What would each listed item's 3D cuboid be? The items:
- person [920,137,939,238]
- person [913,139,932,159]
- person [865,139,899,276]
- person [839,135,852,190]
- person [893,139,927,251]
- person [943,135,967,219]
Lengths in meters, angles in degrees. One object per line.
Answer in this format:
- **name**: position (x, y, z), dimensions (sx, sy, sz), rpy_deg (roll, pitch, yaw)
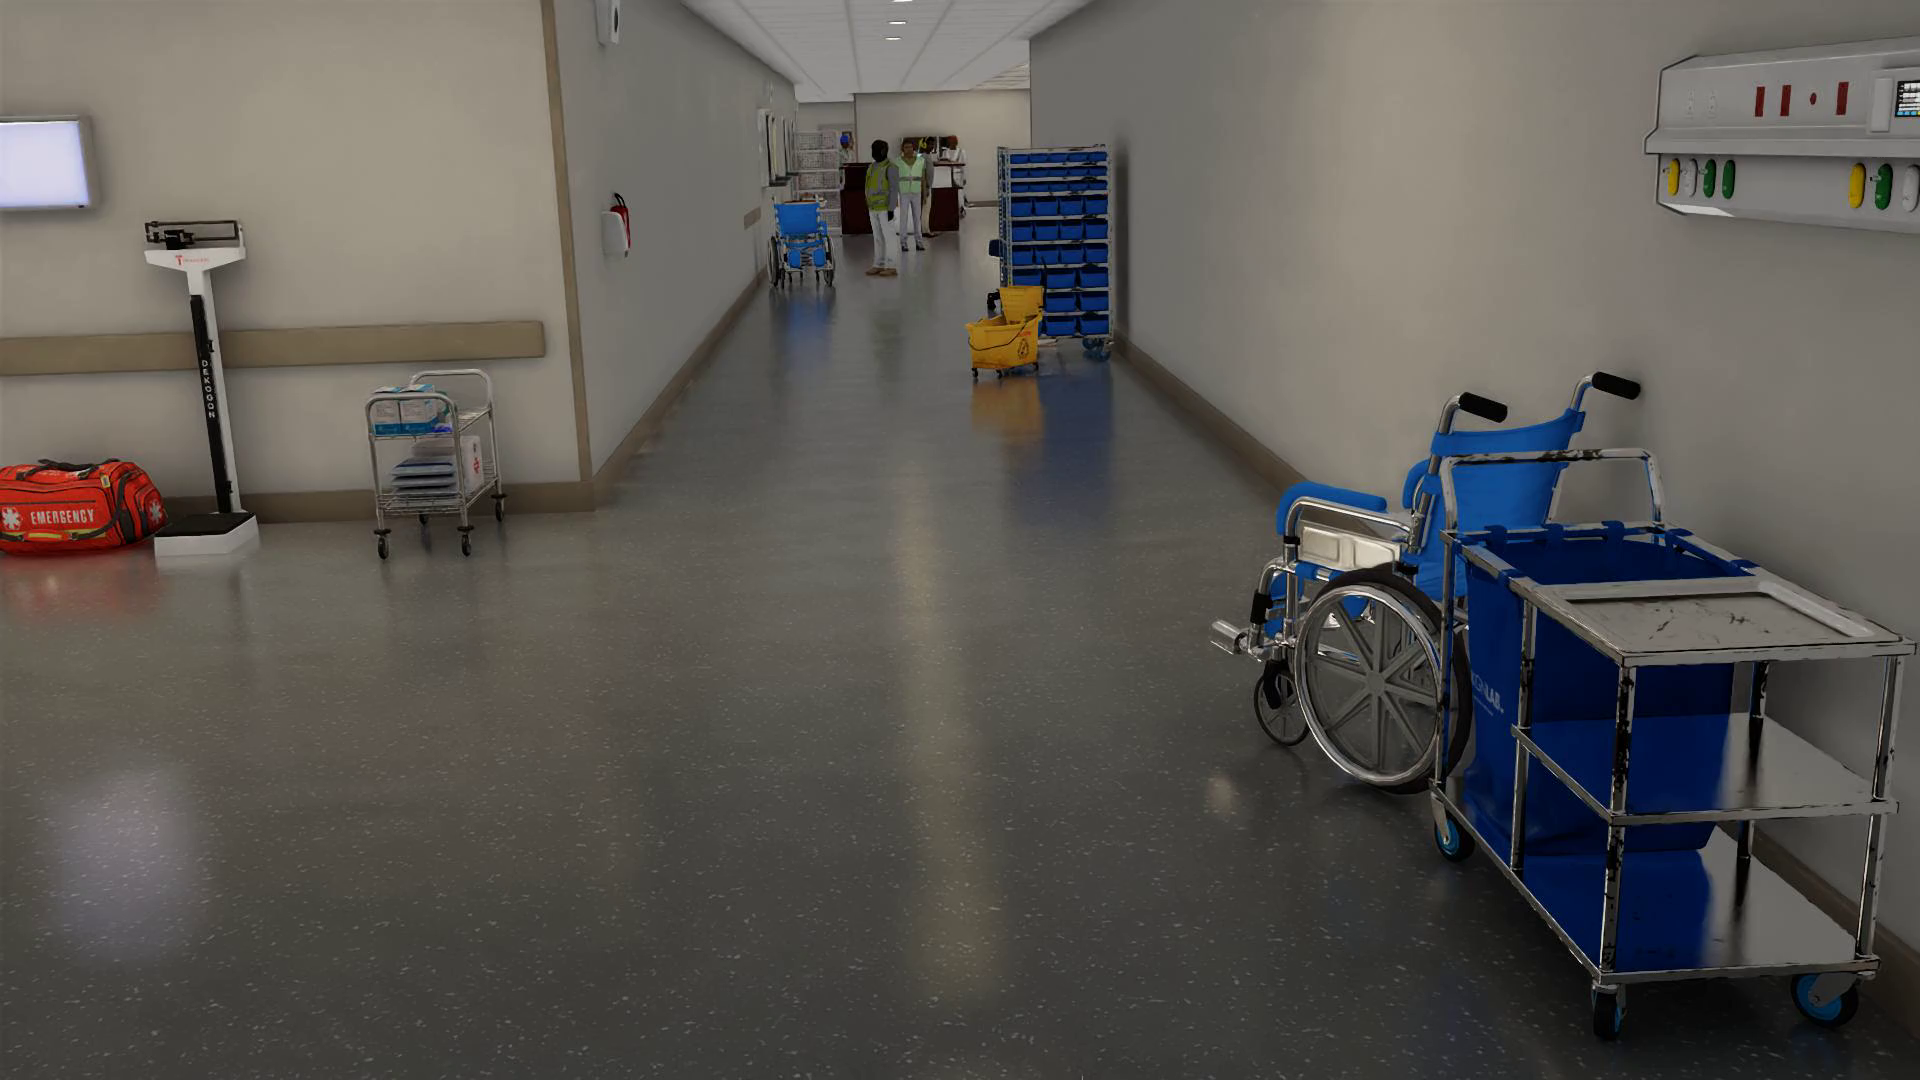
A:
- **person**: position (-0.594, -6.607, 31.185), dimensions (0.330, 1.865, 0.518), rpy_deg (0, 14, 8)
- **person**: position (-0.858, -8.650, 39.705), dimensions (0.592, 1.822, 0.403), rpy_deg (-1, 14, 4)
- **person**: position (-1.080, -4.550, 22.826), dimensions (0.429, 1.846, 0.627), rpy_deg (-11, 17, -34)
- **person**: position (-2.849, -9.022, 41.189), dimensions (0.392, 1.949, 0.602), rpy_deg (5, 15, 25)
- **person**: position (-0.843, -5.739, 27.701), dimensions (0.561, 1.838, 0.387), rpy_deg (-6, 14, -16)
- **person**: position (-0.113, -8.236, 37.796), dimensions (0.589, 1.875, 0.368), rpy_deg (6, 15, 28)
